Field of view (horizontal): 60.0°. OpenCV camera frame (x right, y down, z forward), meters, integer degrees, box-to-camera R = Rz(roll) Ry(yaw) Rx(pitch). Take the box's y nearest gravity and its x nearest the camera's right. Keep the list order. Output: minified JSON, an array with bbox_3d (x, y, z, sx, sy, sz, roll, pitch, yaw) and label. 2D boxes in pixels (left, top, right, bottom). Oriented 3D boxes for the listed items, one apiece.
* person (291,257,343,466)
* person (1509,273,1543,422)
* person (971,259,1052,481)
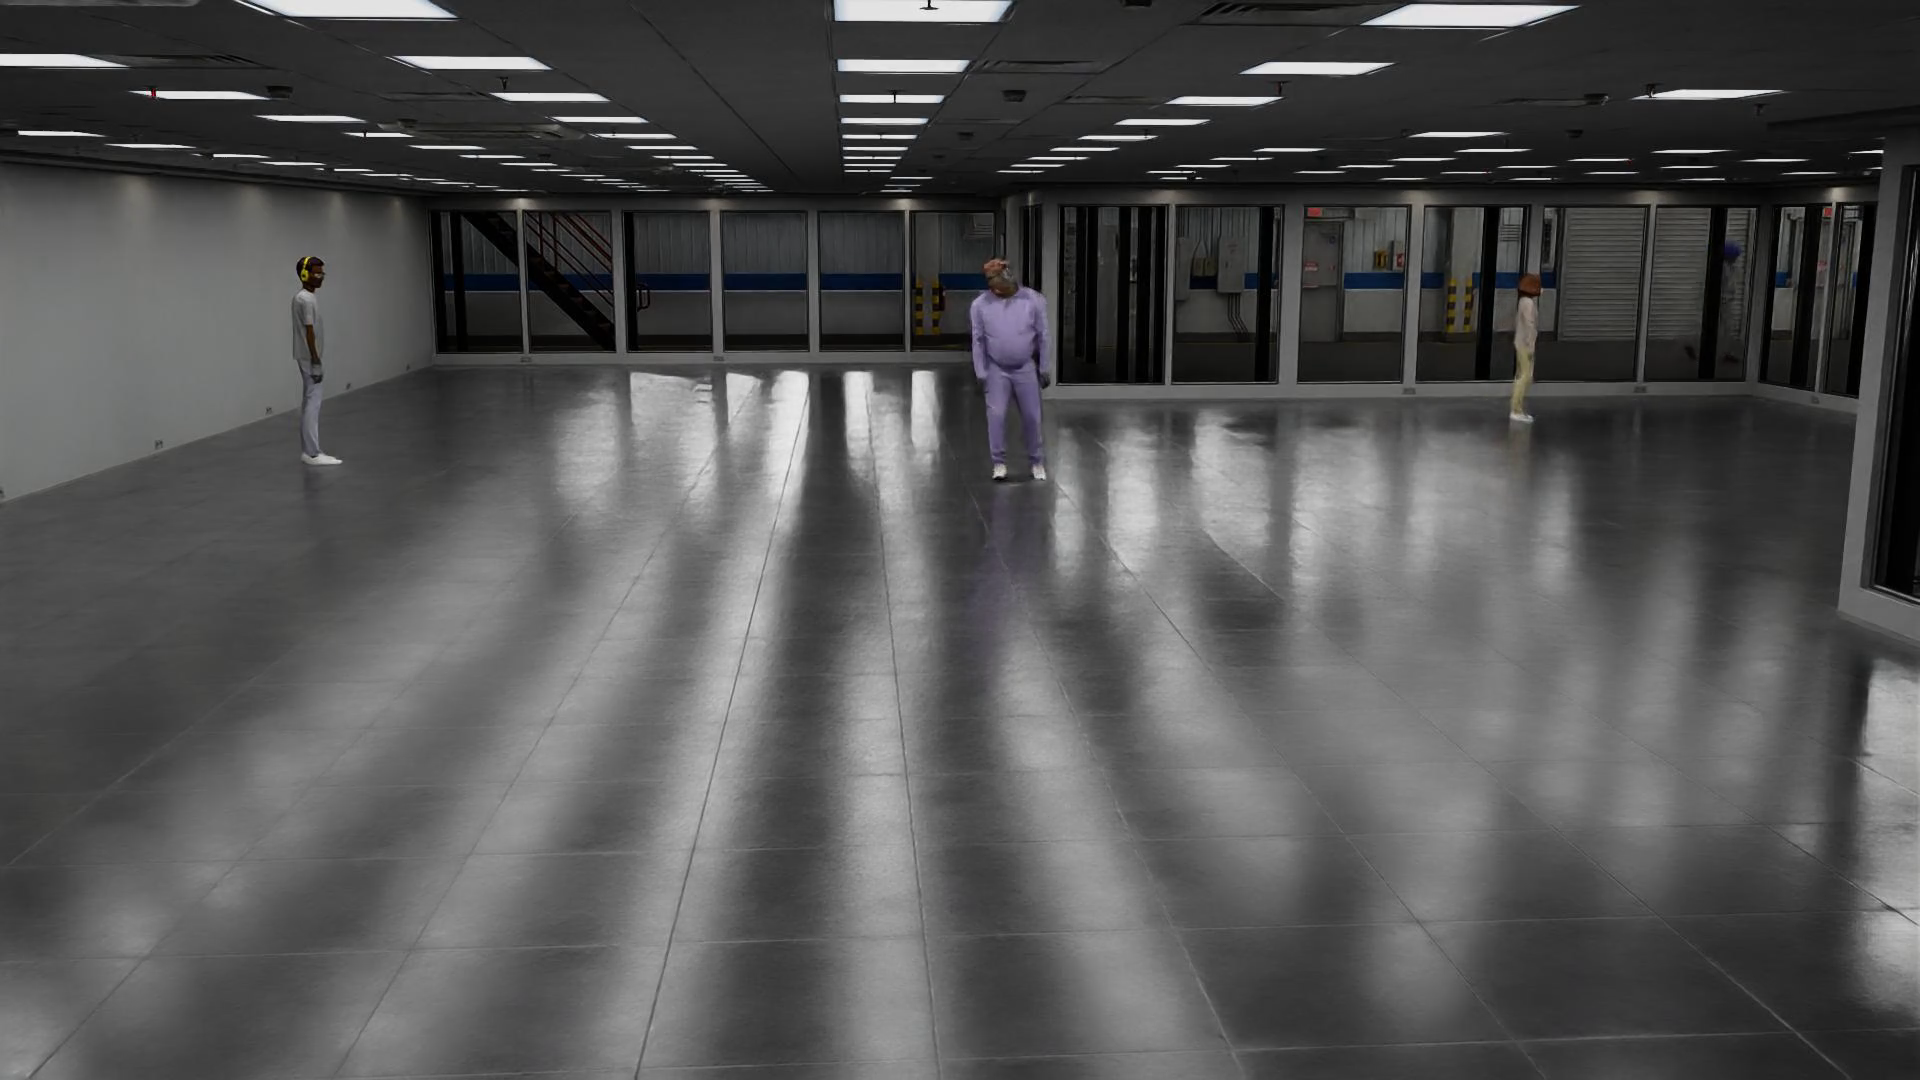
[{"bbox_3d":[-5.812,-1.600,14.946,0.336,1.864,0.521,-5,12,-27],"label":"person"},{"bbox_3d":[6.271,-2.129,18.409,0.268,1.631,0.507,2,11,10],"label":"person"},{"bbox_3d":[0.432,-1.412,13.921,0.680,1.867,0.576,0,11,1],"label":"person"}]
